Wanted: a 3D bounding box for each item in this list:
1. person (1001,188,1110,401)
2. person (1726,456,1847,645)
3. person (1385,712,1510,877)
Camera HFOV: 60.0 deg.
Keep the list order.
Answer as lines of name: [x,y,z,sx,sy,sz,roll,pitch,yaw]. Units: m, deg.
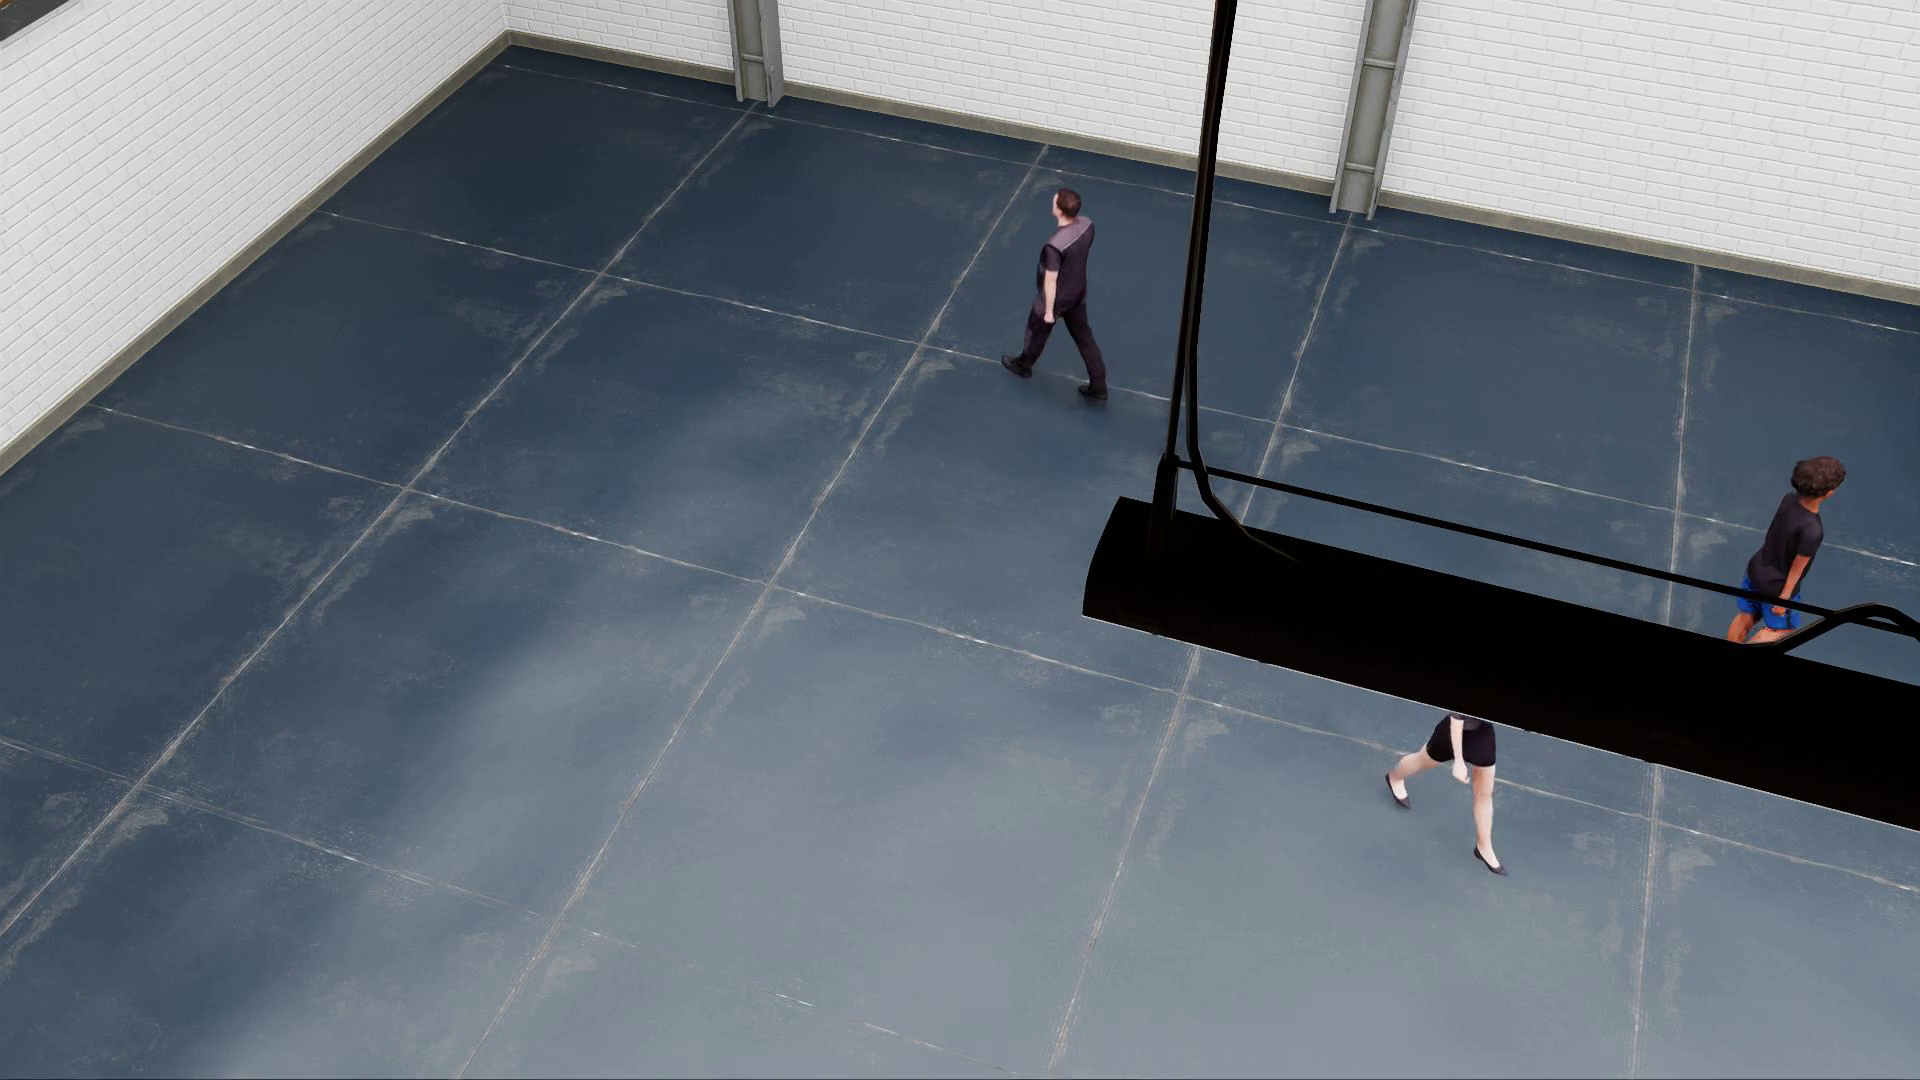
person: [0.861,-1.824,12.710,1.320,1.803,1.019,30,51,28]
person: [5.097,0.232,10.571,0.736,1.777,0.730,2,44,2]
person: [2.838,1.100,9.659,1.077,1.777,1.208,-22,48,-22]
